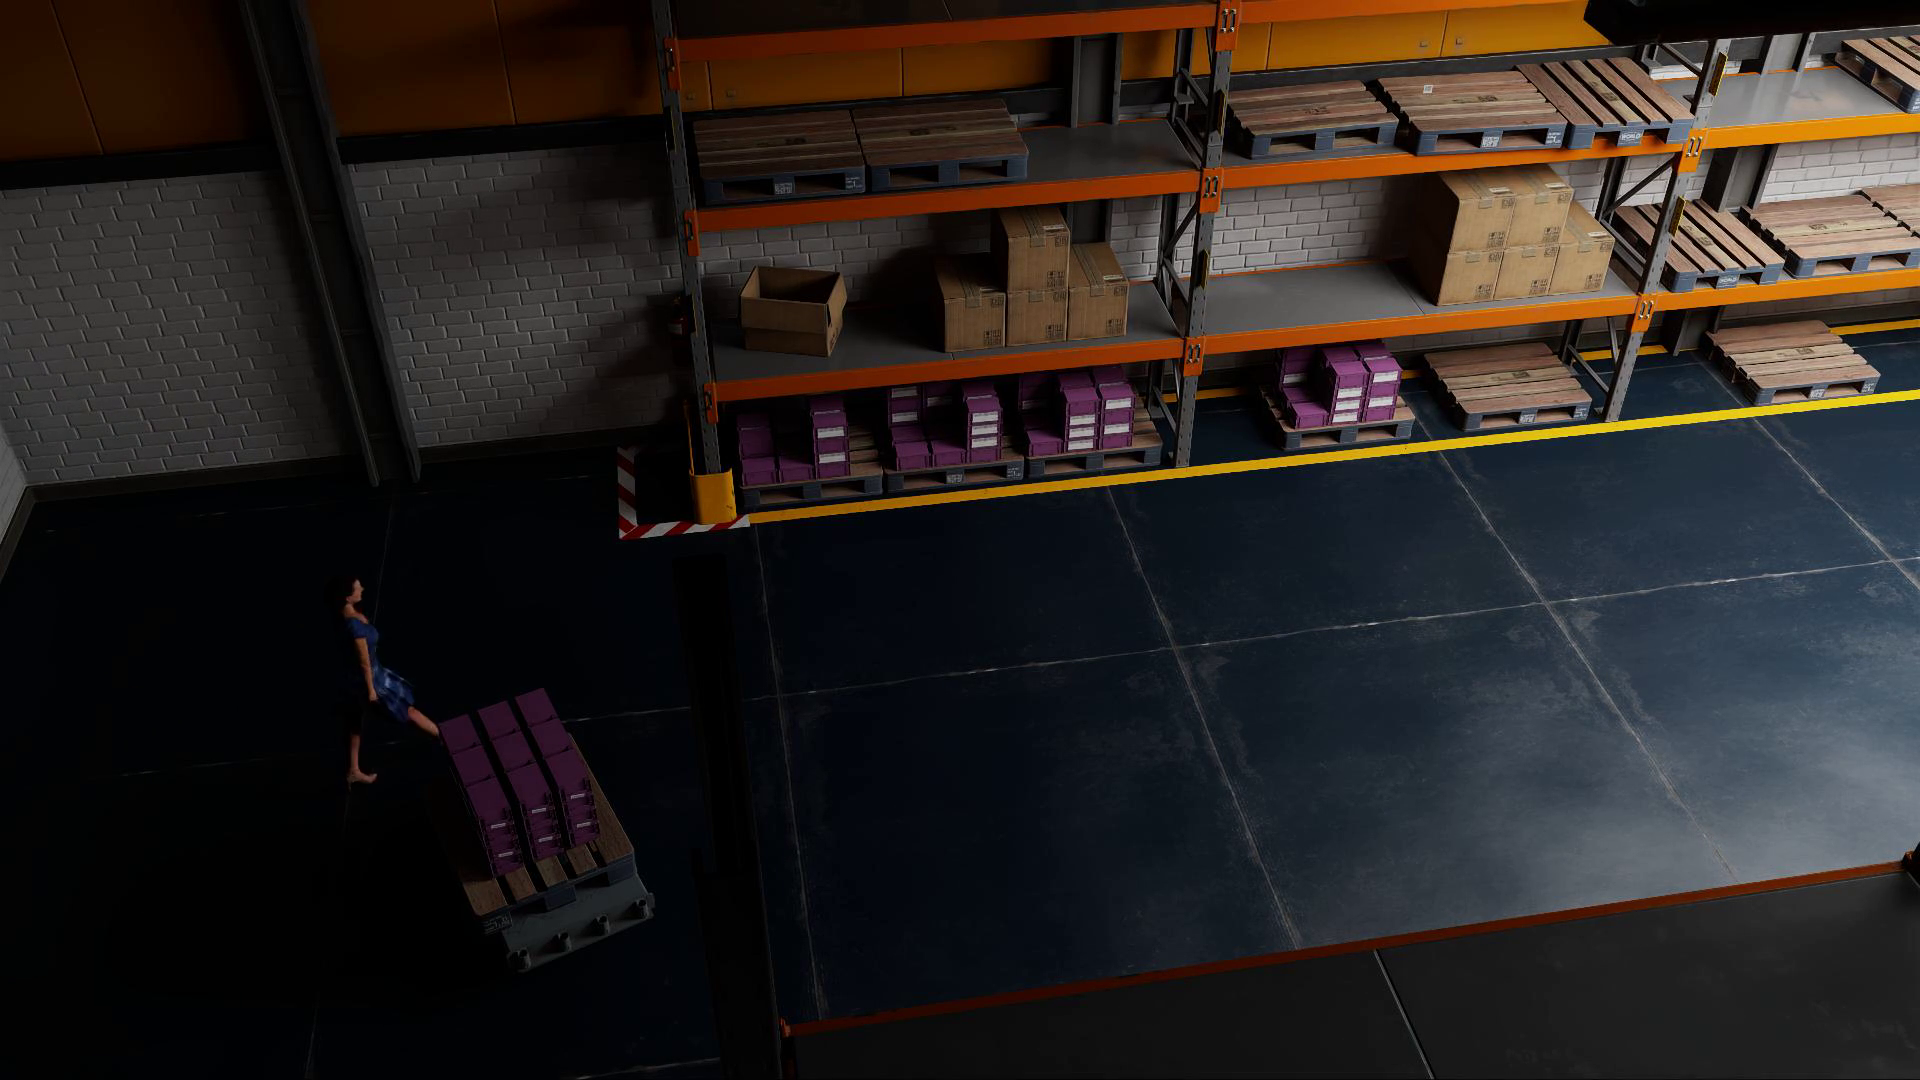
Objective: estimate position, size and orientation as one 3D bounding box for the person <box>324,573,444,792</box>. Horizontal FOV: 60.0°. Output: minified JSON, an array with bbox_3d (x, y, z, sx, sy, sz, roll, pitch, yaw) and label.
[{"bbox_3d":[-3.999,0.984,10.992,1.215,1.755,1.013,-29,47,-31],"label":"person"}]
